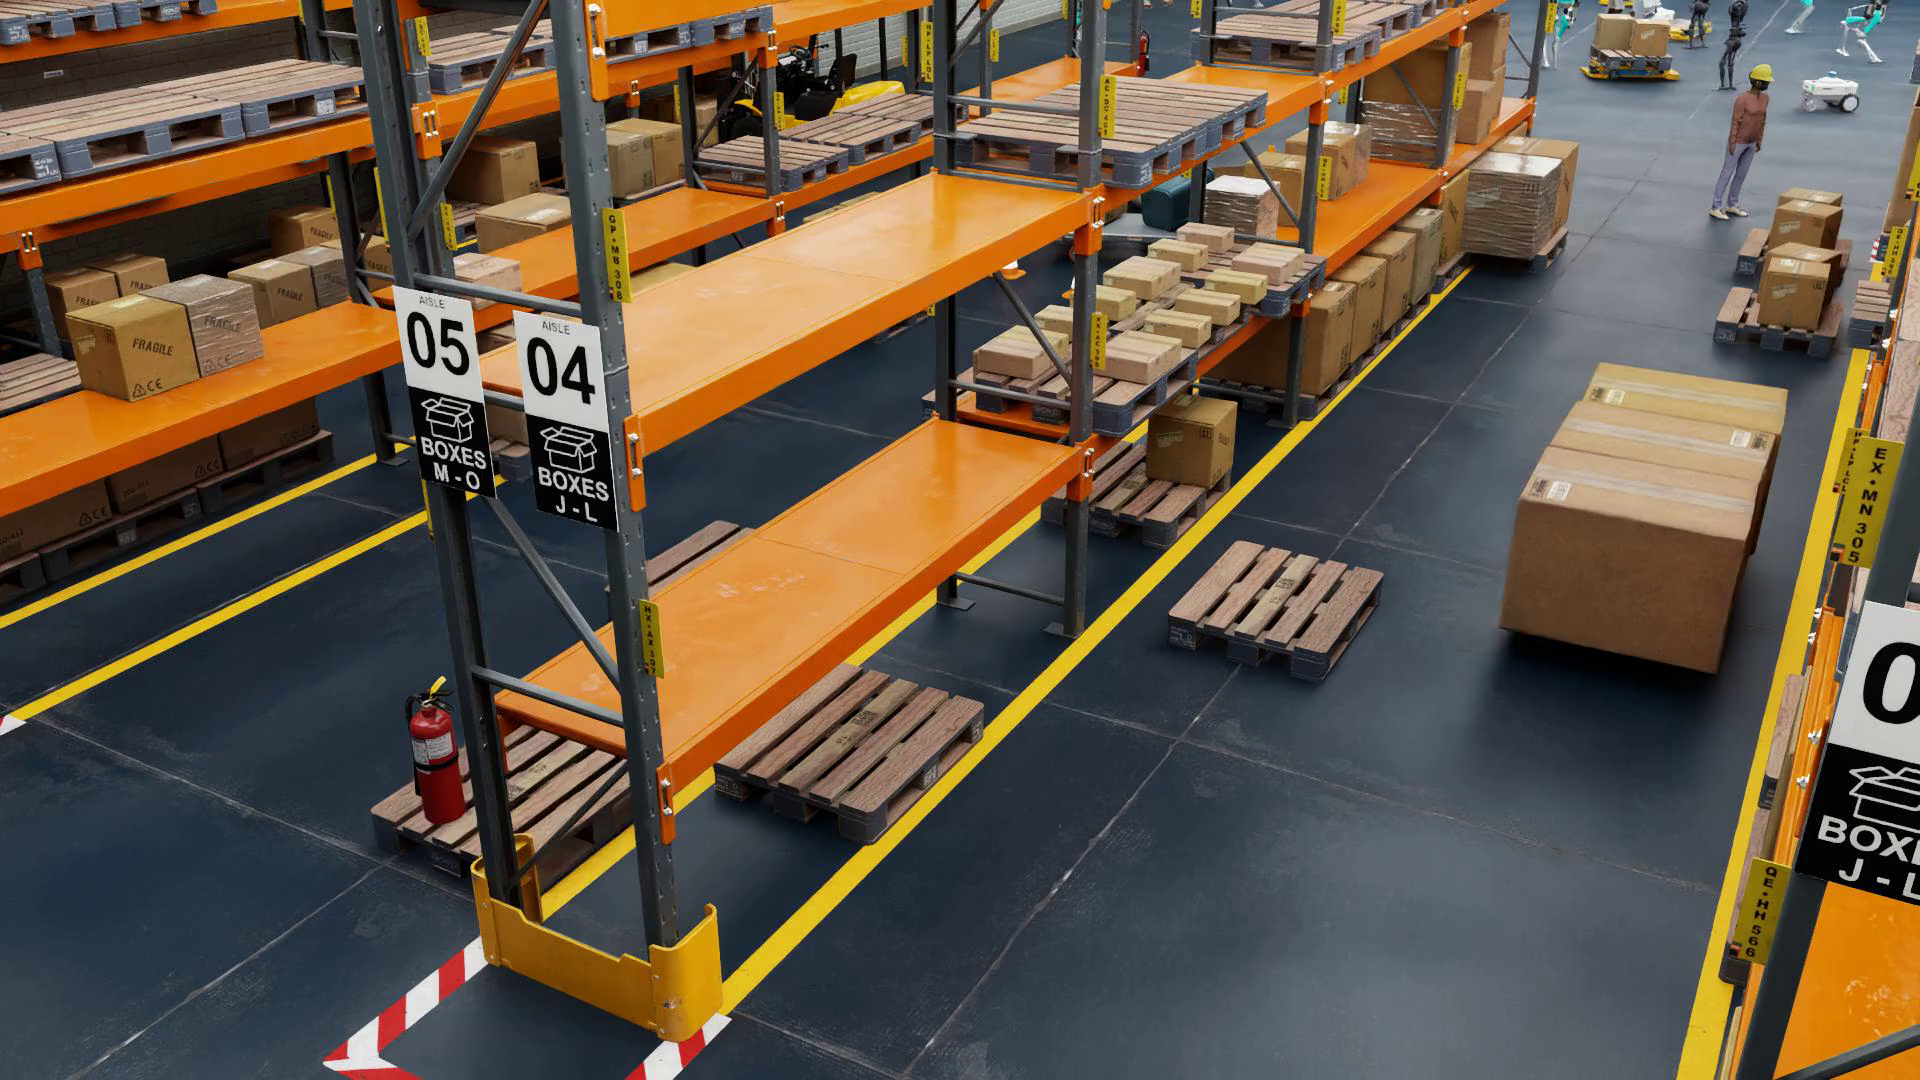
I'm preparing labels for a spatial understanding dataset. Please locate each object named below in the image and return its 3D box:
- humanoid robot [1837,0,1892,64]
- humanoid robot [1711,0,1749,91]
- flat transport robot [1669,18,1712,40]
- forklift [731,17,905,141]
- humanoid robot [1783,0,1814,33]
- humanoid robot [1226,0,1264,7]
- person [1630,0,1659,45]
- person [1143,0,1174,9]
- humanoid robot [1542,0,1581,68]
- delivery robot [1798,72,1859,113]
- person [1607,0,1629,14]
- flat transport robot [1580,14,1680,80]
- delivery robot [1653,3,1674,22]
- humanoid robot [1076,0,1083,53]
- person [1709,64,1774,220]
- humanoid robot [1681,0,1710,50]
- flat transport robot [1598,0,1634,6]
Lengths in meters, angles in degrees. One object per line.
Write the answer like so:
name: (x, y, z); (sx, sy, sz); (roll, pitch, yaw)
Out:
humanoid robot: (15.507, -9.031, 28.477); (0.565, 1.757, 1.062); (-16, 30, -29)
humanoid robot: (12.185, -7.922, 26.177); (0.369, 1.641, 0.604); (9, 27, 17)
flat transport robot: (13.609, -9.598, 31.285); (0.659, 0.231, 1.431); (19, 31, 34)
forklift: (-1.819, -5.975, 21.543); (2.313, 2.155, 1.214); (14, 29, 26)
humanoid robot: (15.883, -10.425, 31.288); (0.765, 1.752, 0.530); (14, 29, 27)
humanoid robot: (5.931, -11.904, 34.405); (0.959, 1.779, 0.556); (-6, 26, -12)
person: (11.664, -9.058, 28.269); (0.636, 1.909, 0.396); (-15, 29, -28)
person: (4.112, -11.981, 34.369); (0.654, 1.894, 0.983); (15, 30, 29)
humanoid robot: (10.008, -8.723, 27.927); (0.530, 1.885, 0.791); (-4, 26, -7)
delivery robot: (13.072, -6.709, 24.976); (0.815, 0.614, 0.499); (0, 26, 0)
person: (11.950, -9.967, 30.097); (0.362, 1.963, 0.612); (-1, 26, -2)
flat transport robot: (11.068, -7.777, 27.501); (1.431, 0.231, 0.659); (2, 26, 5)
delivery robot: (13.125, -9.826, 31.434); (0.779, 0.598, 0.499); (-16, 30, -29)
humanoid robot: (2.109, -9.288, 28.958); (0.531, 1.769, 0.823); (22, 34, 38)
person: (9.044, -4.574, 19.135); (0.522, 1.761, 0.344); (-13, 28, -24)
humanoid robot: (13.299, -9.634, 29.766); (0.419, 1.655, 0.592); (20, 32, 35)
flat transport robot: (14.047, -11.530, 35.301); (0.659, 0.231, 1.431); (14, 29, 27)
